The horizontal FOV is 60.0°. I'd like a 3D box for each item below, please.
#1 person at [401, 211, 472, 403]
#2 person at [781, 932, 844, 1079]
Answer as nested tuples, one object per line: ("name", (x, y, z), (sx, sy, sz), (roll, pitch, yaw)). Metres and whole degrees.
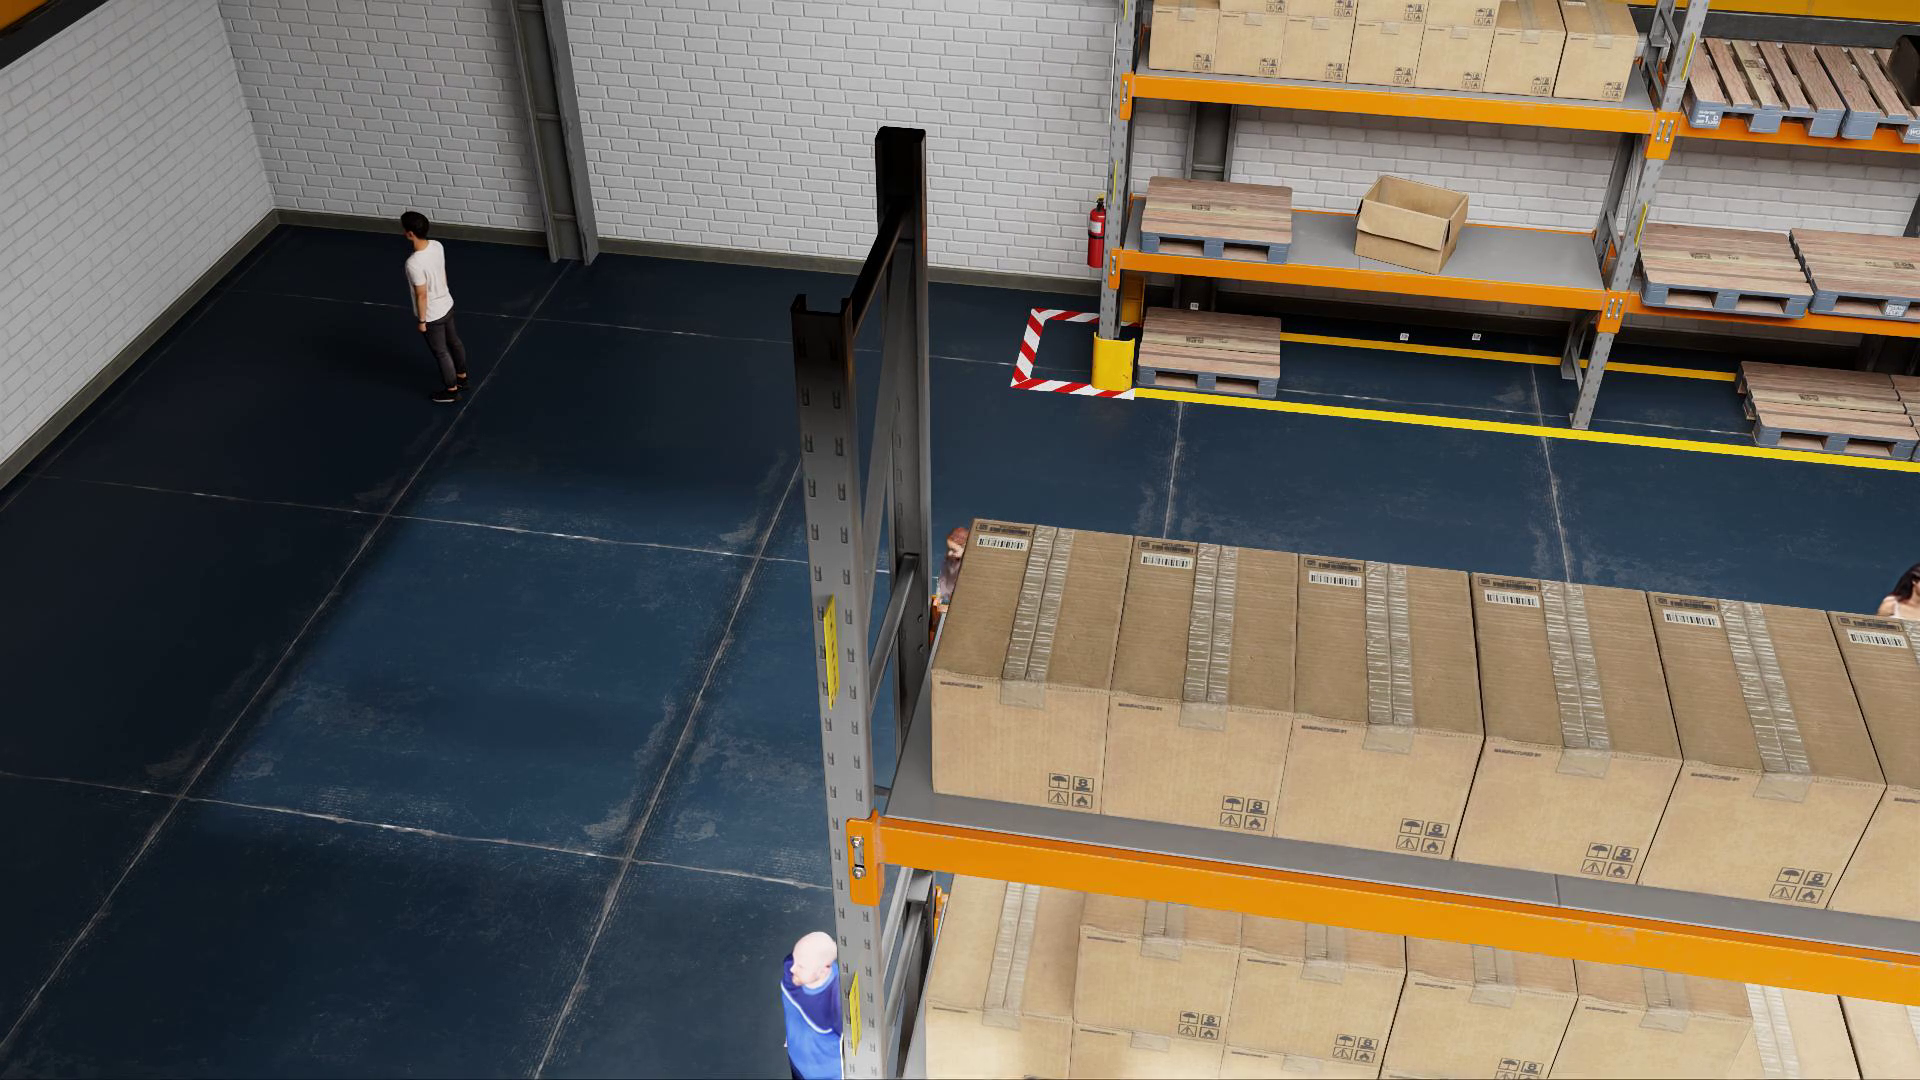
("person", (-4.358, -1.938, 13.774), (0.526, 1.722, 0.629), (8, 39, 10))
("person", (-0.660, 2.518, 8.099), (0.818, 1.842, 0.731), (-29, 47, -31))
